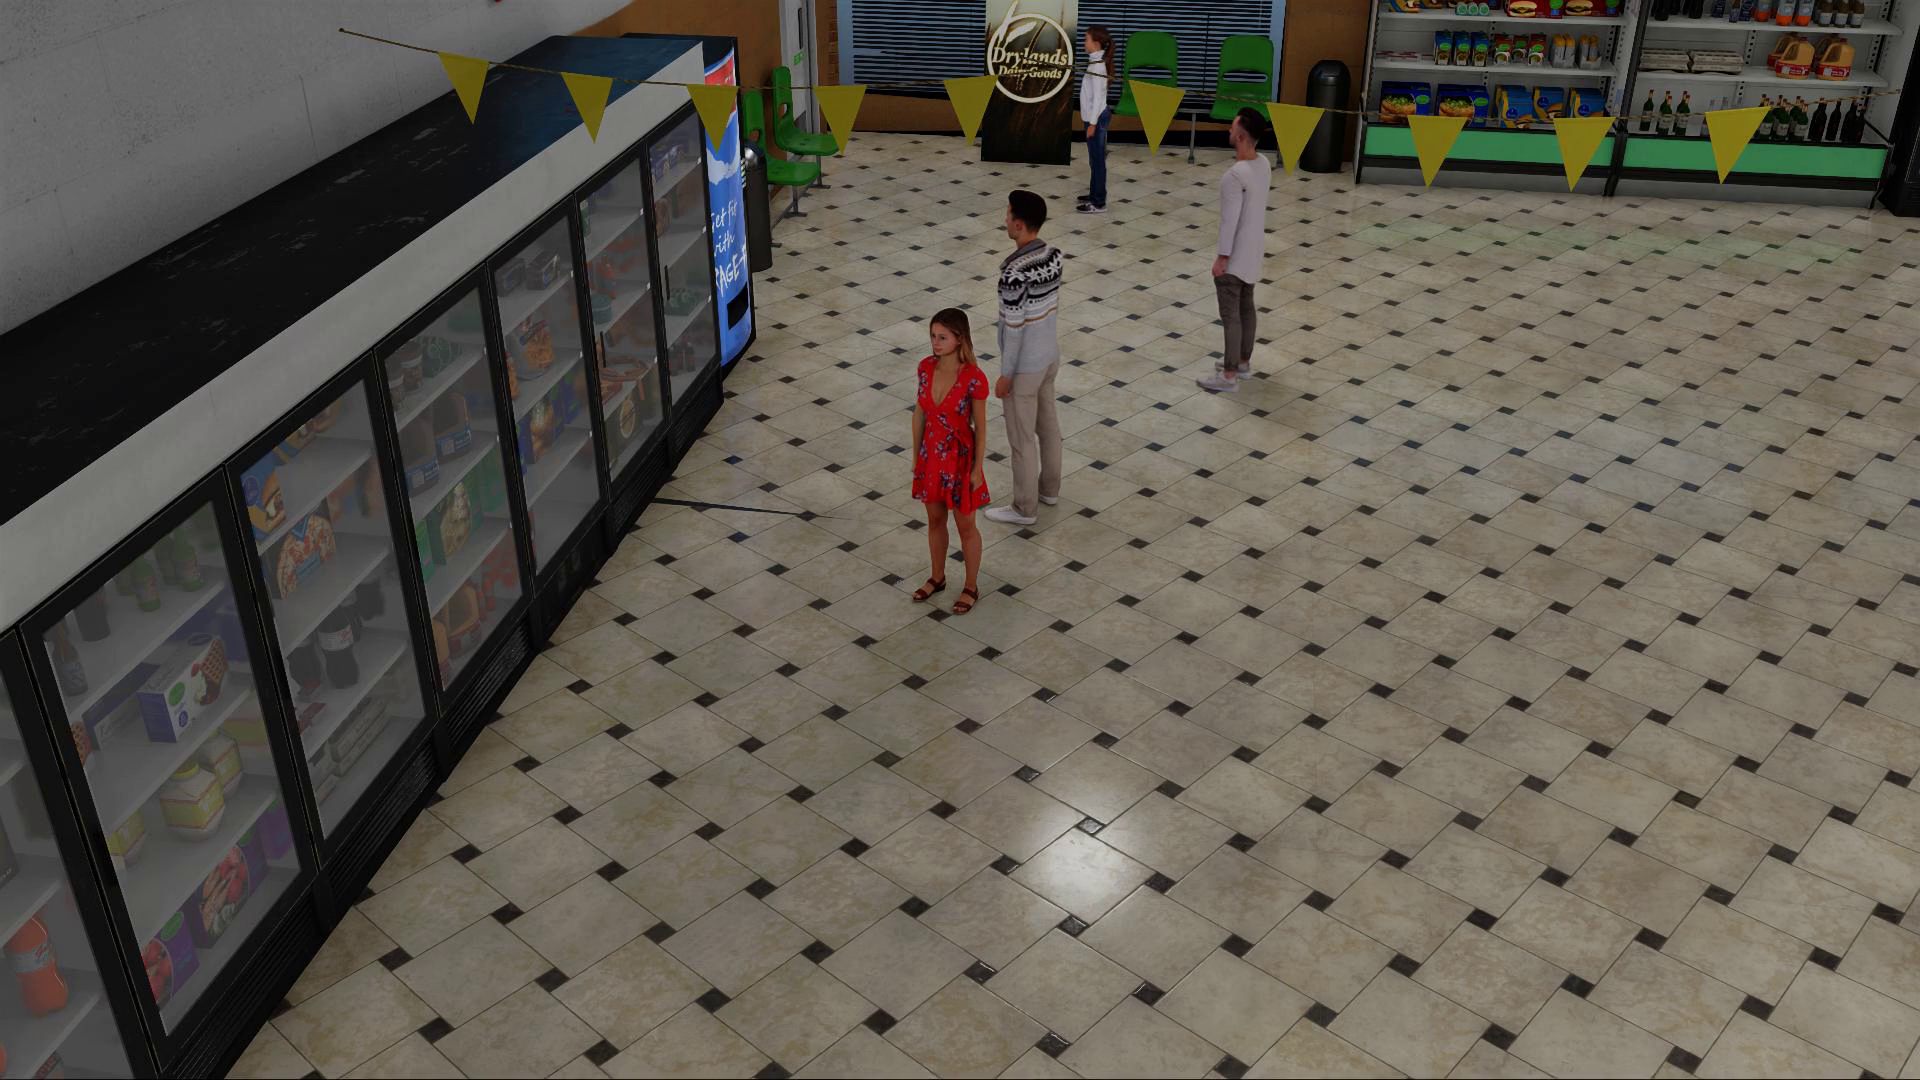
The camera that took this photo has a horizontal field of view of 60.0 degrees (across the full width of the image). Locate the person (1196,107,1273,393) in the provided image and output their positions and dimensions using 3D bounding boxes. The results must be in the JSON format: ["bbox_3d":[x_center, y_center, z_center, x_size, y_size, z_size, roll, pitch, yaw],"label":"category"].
[{"bbox_3d":[1.792,-1.856,10.648,0.720,1.840,0.744,18,33,29],"label":"person"}]

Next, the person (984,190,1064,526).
[{"bbox_3d":[0.378,-0.981,9.025,0.711,1.860,0.754,17,33,28],"label":"person"}]

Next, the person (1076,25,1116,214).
[{"bbox_3d":[1.159,-3.567,14.078,0.502,1.557,0.524,4,29,7],"label":"person"}]

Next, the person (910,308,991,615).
[{"bbox_3d":[-0.041,-0.393,8.226,0.599,1.593,0.711,17,33,28],"label":"person"}]
